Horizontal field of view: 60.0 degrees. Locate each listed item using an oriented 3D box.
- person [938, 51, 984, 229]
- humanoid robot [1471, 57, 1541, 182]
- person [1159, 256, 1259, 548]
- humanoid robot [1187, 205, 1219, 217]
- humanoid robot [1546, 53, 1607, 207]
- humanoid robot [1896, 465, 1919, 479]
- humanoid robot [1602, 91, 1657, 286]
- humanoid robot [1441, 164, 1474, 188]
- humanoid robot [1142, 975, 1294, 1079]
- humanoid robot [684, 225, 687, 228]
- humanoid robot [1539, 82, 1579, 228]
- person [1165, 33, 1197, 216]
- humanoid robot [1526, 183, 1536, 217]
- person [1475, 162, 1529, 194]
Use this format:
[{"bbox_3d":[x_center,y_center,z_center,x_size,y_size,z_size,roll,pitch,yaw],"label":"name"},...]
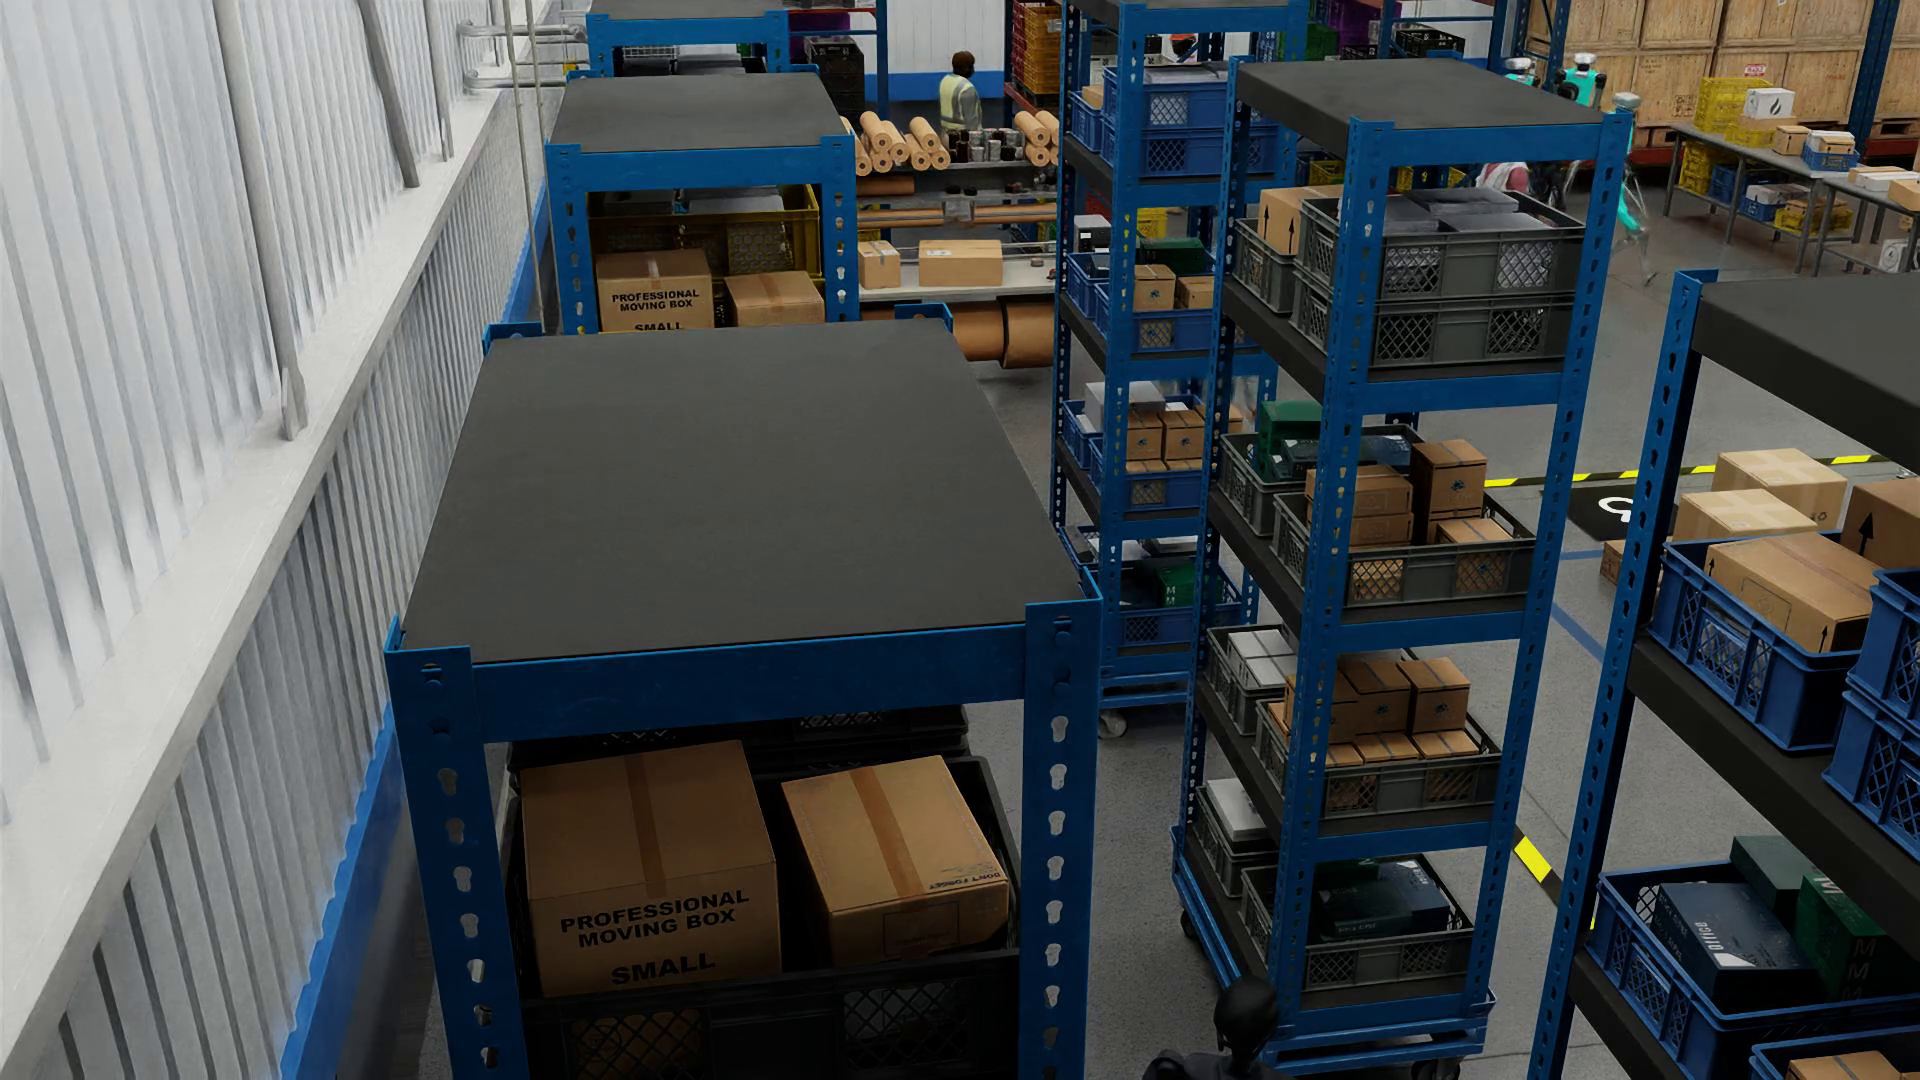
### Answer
[{"bbox_3d":[0.021,-4.240,17.633,0.429,1.841,0.633,-13,28,-27],"label":"person"},{"bbox_3d":[5.748,-4.309,17.847,0.544,1.751,0.680,-9,26,-18],"label":"humanoid robot"},{"bbox_3d":[1.563,-0.887,10.389,0.605,1.799,0.962,-4,25,-8],"label":"person"},{"bbox_3d":[2.716,-4.340,18.044,0.589,1.652,0.386,18,30,34],"label":"humanoid robot"},{"bbox_3d":[6.749,-4.485,18.354,0.552,1.813,0.840,9,26,19],"label":"humanoid robot"},{"bbox_3d":[6.425,-1.142,10.869,0.735,1.673,0.533,-11,27,-22],"label":"humanoid robot"},{"bbox_3d":[6.417,-3.279,15.713,0.552,1.808,0.893,-23,33,-40],"label":"humanoid robot"},{"bbox_3d":[5.005,-3.707,16.676,0.596,1.633,0.386,-23,33,-40],"label":"humanoid robot"},{"bbox_3d":[0.714,1.880,4.509,0.599,1.657,0.315,9,26,19],"label":"humanoid robot"},{"bbox_3d":[-2.322,-2.993,15.101,0.599,1.657,0.315,-1,25,-1],"label":"humanoid robot"},{"bbox_3d":[6.145,-3.877,17.074,0.615,1.639,0.620,7,26,14],"label":"humanoid robot"},{"bbox_3d":[2.383,-4.581,18.137,0.610,2.041,0.392,-22,33,-40],"label":"person"},{"bbox_3d":[5.597,-3.633,16.553,0.803,1.854,0.560,4,25,9],"label":"humanoid robot"},{"bbox_3d":[4.599,-2.724,14.349,0.404,1.829,0.599,-5,25,-10],"label":"person"}]
